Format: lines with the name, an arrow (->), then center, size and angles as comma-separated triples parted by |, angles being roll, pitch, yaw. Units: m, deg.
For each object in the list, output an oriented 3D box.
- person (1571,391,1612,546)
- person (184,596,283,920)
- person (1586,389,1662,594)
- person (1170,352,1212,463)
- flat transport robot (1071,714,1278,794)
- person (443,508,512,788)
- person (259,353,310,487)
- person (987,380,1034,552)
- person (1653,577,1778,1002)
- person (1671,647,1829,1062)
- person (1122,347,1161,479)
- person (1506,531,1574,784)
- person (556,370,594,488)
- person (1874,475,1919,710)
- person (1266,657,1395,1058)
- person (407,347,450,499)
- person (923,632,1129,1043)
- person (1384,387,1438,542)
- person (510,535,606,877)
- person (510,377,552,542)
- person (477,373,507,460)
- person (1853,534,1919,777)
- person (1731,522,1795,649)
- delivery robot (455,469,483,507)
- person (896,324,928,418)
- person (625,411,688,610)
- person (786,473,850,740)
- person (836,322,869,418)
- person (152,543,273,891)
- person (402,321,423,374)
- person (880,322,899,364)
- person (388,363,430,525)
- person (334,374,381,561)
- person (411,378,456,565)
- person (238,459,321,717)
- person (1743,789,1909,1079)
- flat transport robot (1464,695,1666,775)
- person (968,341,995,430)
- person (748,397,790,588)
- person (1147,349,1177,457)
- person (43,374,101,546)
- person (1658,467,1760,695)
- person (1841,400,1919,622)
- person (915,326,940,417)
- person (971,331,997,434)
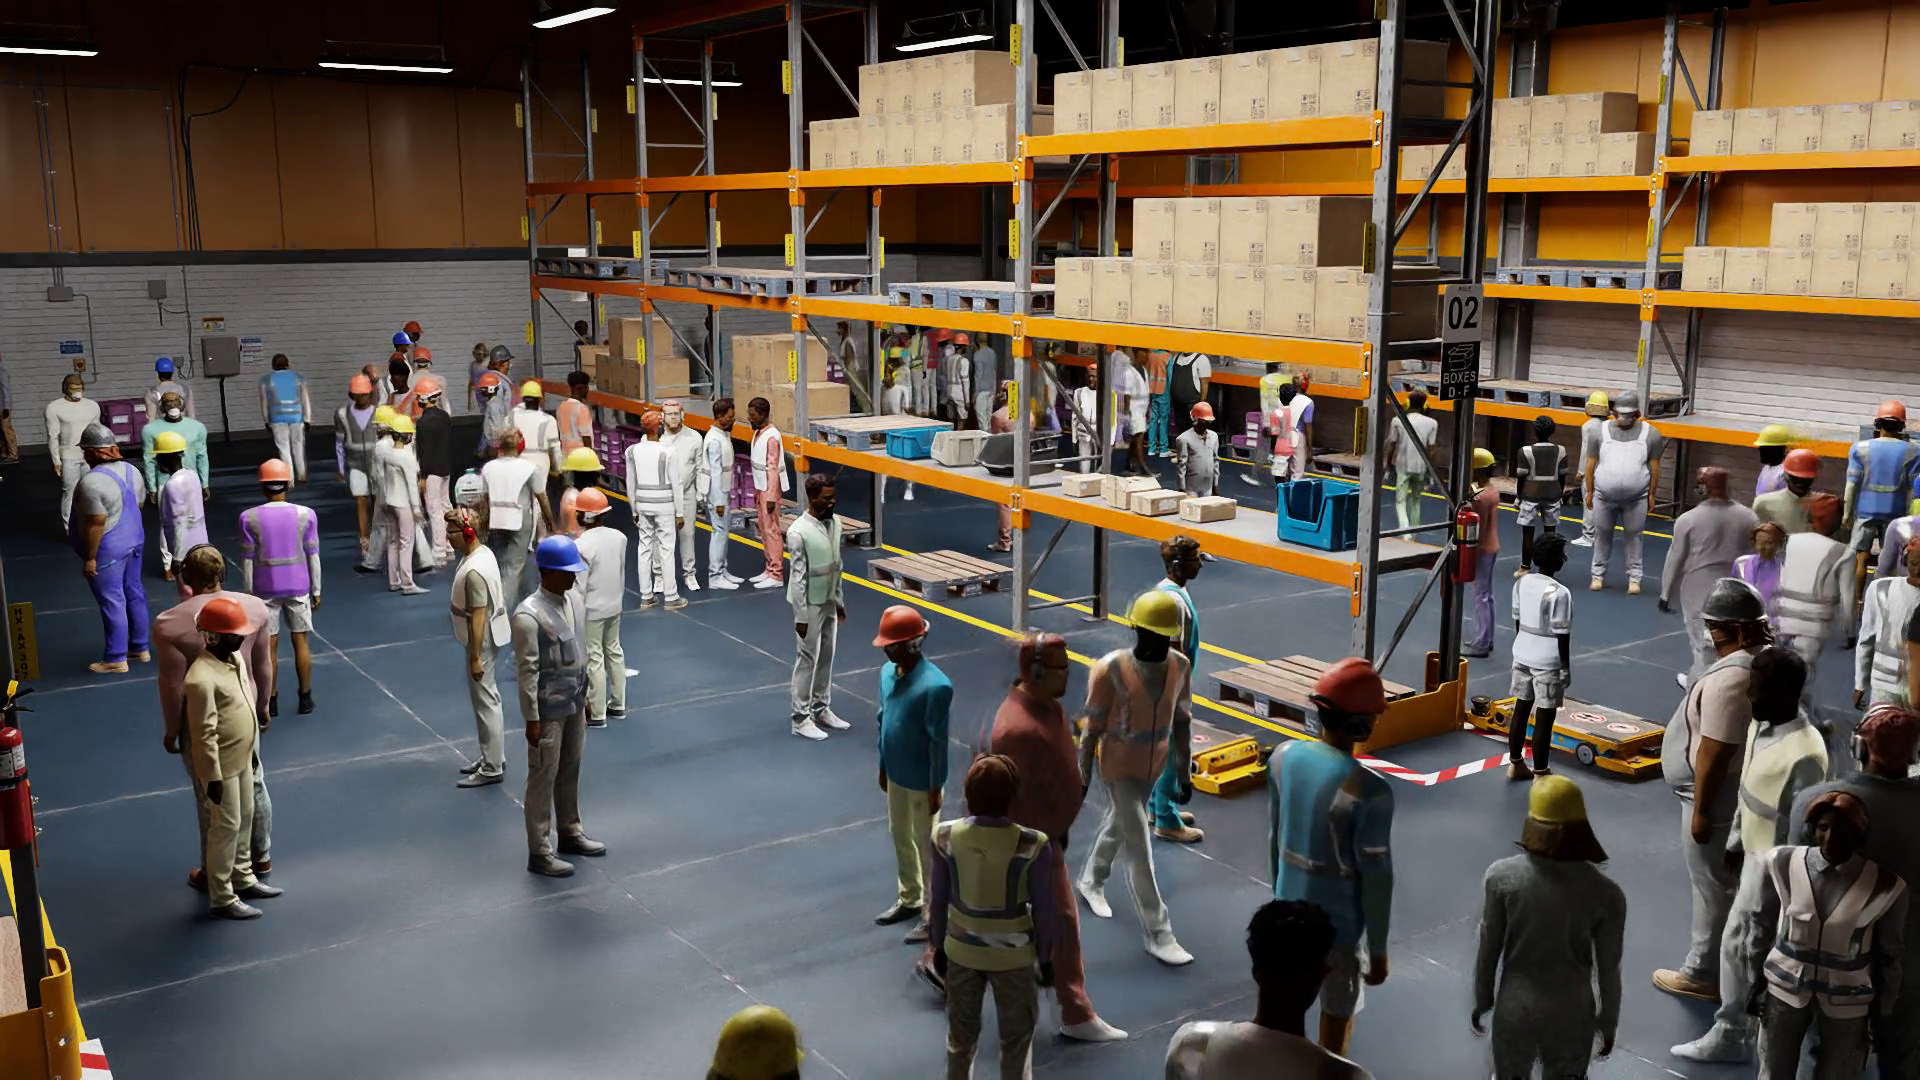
person -> 7.139, -0.800, 18.709 | 0.483, 1.745, 0.299 | -5, 12, -24
person -> -3.843, 1.144, 8.777 | 0.354, 1.738, 0.573 | -1, 11, -5
person -> 6.497, -0.488, 16.352 | 0.685, 2.000, 0.535 | 4, 12, 22
person -> 3.375, -2.122, 24.714 | 0.535, 2.000, 0.703 | -8, 14, -36
flat transport robot -> 1.439, 1.387, 11.296 | 0.652, 0.197, 1.431 | -9, 14, -39
person -> -3.127, 0.690, 10.854 | 0.394, 1.836, 0.560 | -3, 11, -14
person -> -9.312, -1.657, 22.905 | 0.628, 1.815, 0.719 | -7, 13, -33
person -> 0.533, -0.820, 18.433 | 0.401, 1.900, 0.636 | 10, 15, 40
person -> 3.610, 1.161, 7.912 | 0.679, 2.000, 0.535 | -10, 15, -42
person -> 3.583, 1.377, 7.195 | 0.771, 1.889, 0.579 | 2, 11, 13
person -> 2.585, -1.837, 23.606 | 0.751, 1.906, 0.665 | 7, 13, 30
person -> 3.755, 0.782, 10.728 | 0.318, 1.699, 0.535 | -3, 12, -17
person -> -4.328, -0.944, 18.876 | 0.366, 1.962, 0.614 | -10, 15, -42
person -> 6.912, 0.450, 11.956 | 0.597, 1.879, 0.964 | 3, 12, 17
person -> 1.444, 1.447, 6.482 | 0.427, 2.032, 0.607 | -7, 13, -31
person -> -7.015, -1.533, 21.852 | 0.617, 1.984, 0.410 | -3, 11, -14
person -> 0.277, 1.321, 7.569 | 0.961, 1.873, 0.649 | 2, 11, 12
person -> 4.935, -0.746, 18.188 | 0.525, 1.845, 0.752 | 1, 11, 5
person -> -2.270, 0.922, 9.398 | 0.412, 1.938, 0.610 | 4, 12, 19
person -> -4.916, -0.917, 18.982 | 0.344, 1.877, 0.588 | 3, 11, 15
person -> -5.842, -1.222, 20.878 | 0.364, 1.742, 0.565 | -2, 11, -12
person -> 5.575, 0.873, 9.781 | 0.573, 1.887, 0.355 | 6, 13, 29
person -> 5.523, 0.674, 11.456 | 0.319, 1.631, 0.518 | -8, 14, -35
delivery robot -> -6.101, -0.646, 20.733 | 0.477, 0.478, 0.707 | -3, 11, -13
person -> -0.891, -3.094, 30.197 | 0.627, 1.845, 0.429 | 1, 11, 4
person -> -2.851, -0.273, 15.652 | 0.576, 1.884, 0.352 | 4, 12, 19
person -> -1.031, 0.460, 11.849 | 0.391, 1.911, 0.585 | 5, 12, 24
person -> -2.069, -3.060, 30.170 | 0.986, 1.793, 0.589 | -3, 11, -15
person -> -4.085, 0.970, 9.152 | 0.372, 1.940, 0.632 | 9, 14, 39
person -> -8.934, -2.578, 27.204 | 0.412, 1.986, 0.609 | 1, 11, 4
person -> -1.333, -3.093, 30.241 | 0.403, 1.825, 0.593 | -7, 13, -31
person -> -6.643, -1.157, 19.994 | 0.608, 1.958, 0.379 | 7, 13, 32
person -> -6.491, -0.829, 18.220 | 0.622, 2.002, 1.019 | -4, 12, -17
person -> -5.606, -0.728, 17.695 | 0.377, 1.995, 0.608 | 1, 11, 5
person -> -5.032, 0.356, 12.344 | 0.548, 1.925, 0.392 | -5, 12, -26
person -> 3.177, 1.704, 6.157 | 0.513, 1.642, 0.313 | 8, 13, 35
flat transport robot -> 4.322, 1.316, 11.661 | 0.652, 0.197, 1.431 | -7, 13, -32
person -> 0.287, -2.279, 26.245 | 0.552, 1.756, 0.369 | 2, 11, 11
person -> -1.923, -0.481, 16.665 | 0.402, 1.909, 0.599 | -4, 12, -20
person -> 3.097, -2.239, 25.625 | 0.391, 1.919, 0.591 | -8, 14, -36
person -> -9.965, -0.914, 18.800 | 0.373, 1.937, 0.629 | 7, 13, 31
person -> 5.510, 0.376, 12.386 | 0.659, 1.857, 0.947 | -1, 11, -8
person -> 8.377, -0.255, 15.152 | 0.615, 2.040, 0.386 | 5, 12, 22
person -> -0.608, -3.197, 30.754 | 0.430, 1.835, 0.643 | 7, 13, 32
person -> 0.357, -2.296, 25.869 | 0.352, 1.936, 0.635 | 6, 12, 27
